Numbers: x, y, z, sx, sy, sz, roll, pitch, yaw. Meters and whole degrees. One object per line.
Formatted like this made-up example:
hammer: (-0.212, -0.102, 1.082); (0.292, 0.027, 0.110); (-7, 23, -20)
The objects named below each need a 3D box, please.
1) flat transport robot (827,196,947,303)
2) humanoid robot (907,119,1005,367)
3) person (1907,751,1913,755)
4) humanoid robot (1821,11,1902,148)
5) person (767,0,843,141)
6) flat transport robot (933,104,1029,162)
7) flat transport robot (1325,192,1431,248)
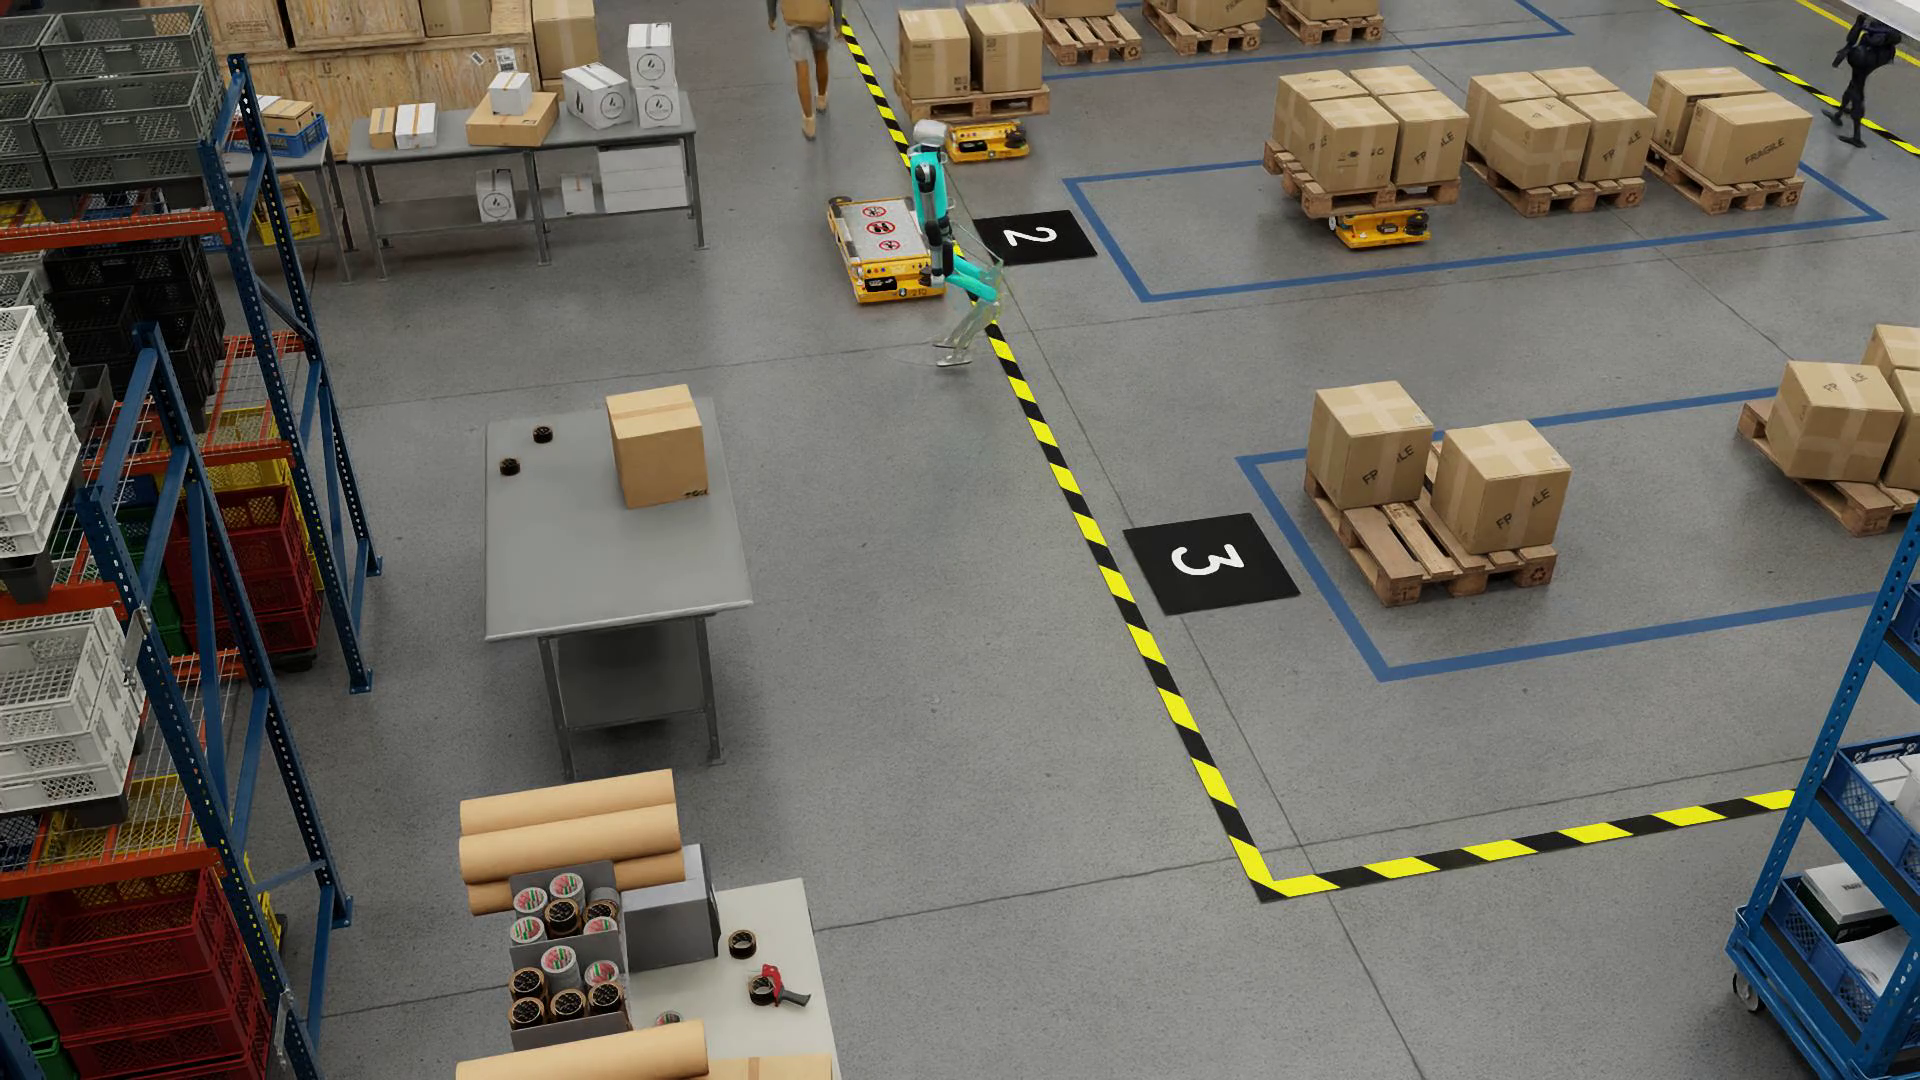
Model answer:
flat transport robot: (-0.570, -2.220, 12.538); (0.659, 0.231, 1.431); (-8, 37, -10)
humanoid robot: (0.034, -1.912, 10.781); (0.735, 1.677, 0.533); (-1, 37, -1)
person: (4.457, 0.738, 7.236); (0.388, 1.849, 0.597); (-6, 37, -8)
humanoid robot: (7.652, -4.200, 14.040); (0.615, 1.631, 0.679); (-14, 39, -19)
person: (-1.319, -4.502, 14.148); (0.631, 1.997, 0.981); (-5, 37, -6)
flat transport robot: (0.107, -3.691, 14.491); (0.652, 0.197, 1.431); (-8, 37, -10)
flat transport robot: (3.134, -2.740, 13.213); (0.652, 0.197, 1.431); (-8, 37, -10)
